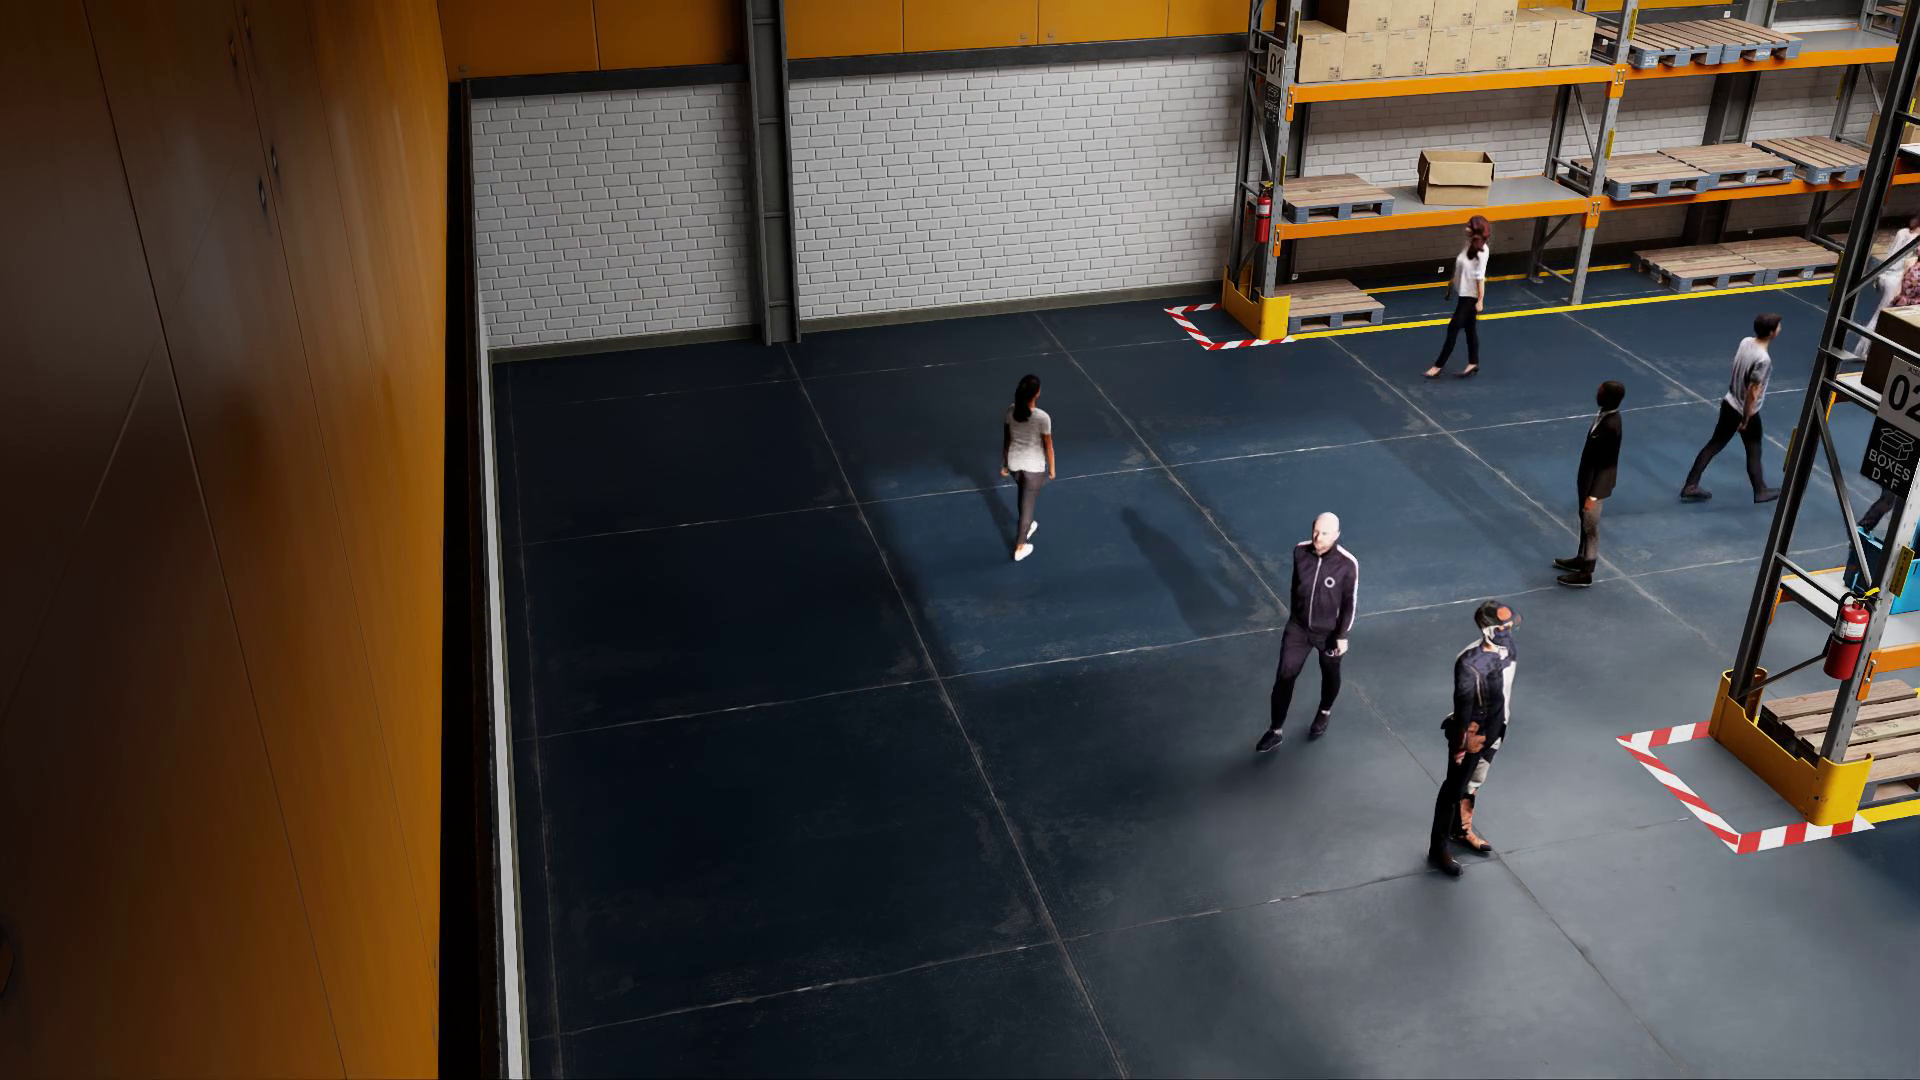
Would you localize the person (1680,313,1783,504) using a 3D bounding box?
[{"bbox_3d":[6.857,-1.142,14.806,1.199,1.822,0.849,-1,29,-2],"label":"person"}]

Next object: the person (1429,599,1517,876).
[{"bbox_3d":[3.230,1.204,10.429,0.694,1.893,0.826,-23,36,-36],"label":"person"}]

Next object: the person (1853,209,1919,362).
[{"bbox_3d":[9.883,-2.699,17.737,0.753,1.747,0.667,-6,29,-10],"label":"person"}]

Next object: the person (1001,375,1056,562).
[{"bbox_3d":[0.520,-0.584,13.985,0.850,1.628,0.914,16,32,27],"label":"person"}]

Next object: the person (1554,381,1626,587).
[{"bbox_3d":[5.200,-0.473,13.600,0.747,1.801,0.744,8,30,14],"label":"person"}]

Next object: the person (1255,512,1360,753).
[{"bbox_3d":[2.556,0.589,11.654,1.048,1.800,1.134,17,33,28],"label":"person"}]

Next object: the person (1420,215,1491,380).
[{"bbox_3d":[5.395,-2.511,17.371,0.957,1.768,0.712,-3,29,-6],"label":"person"}]
